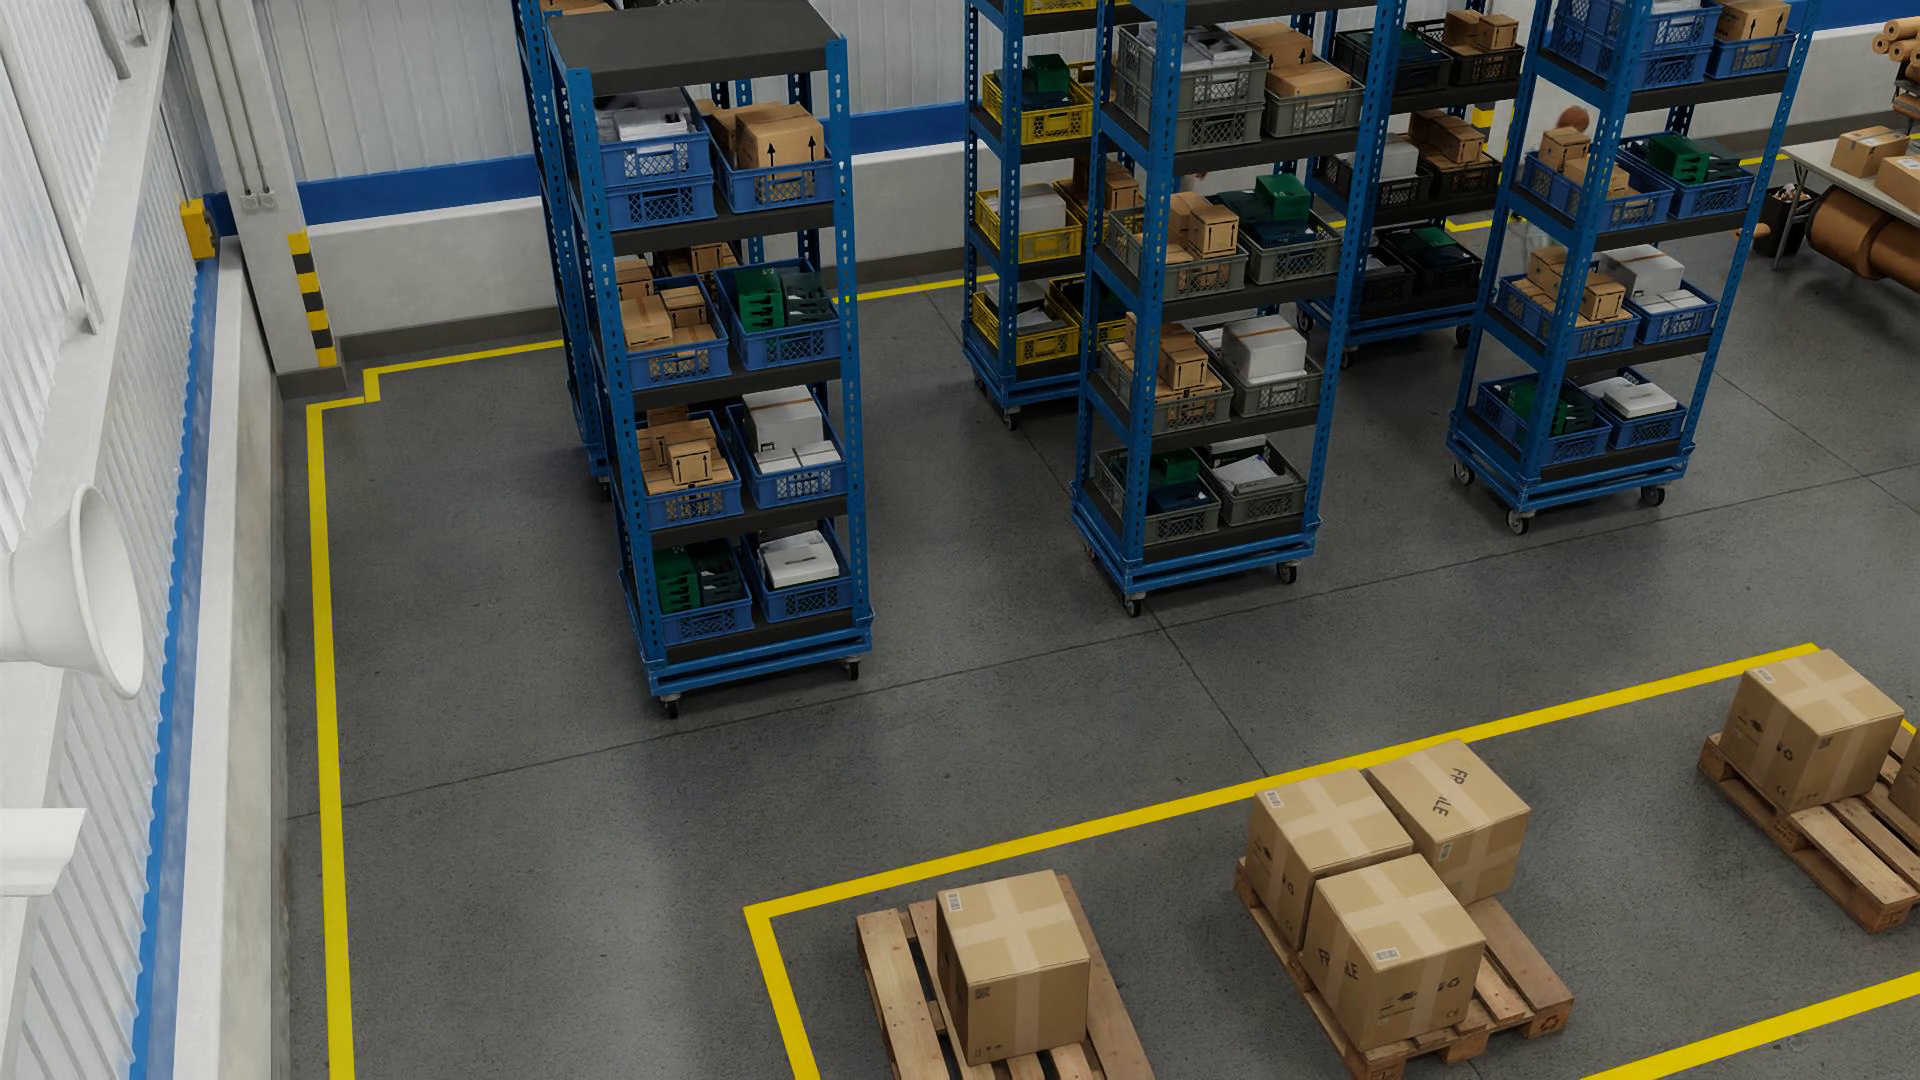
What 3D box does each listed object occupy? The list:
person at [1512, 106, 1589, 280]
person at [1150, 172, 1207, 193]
[{"bbox_3d":[4.353,-2.380,12.266,0.550,1.596,0.712,-1,35,-2],"label":"person"},{"bbox_3d":[1.653,-2.861,12.603,0.612,1.995,0.393,-26,43,-32],"label":"person"}]
